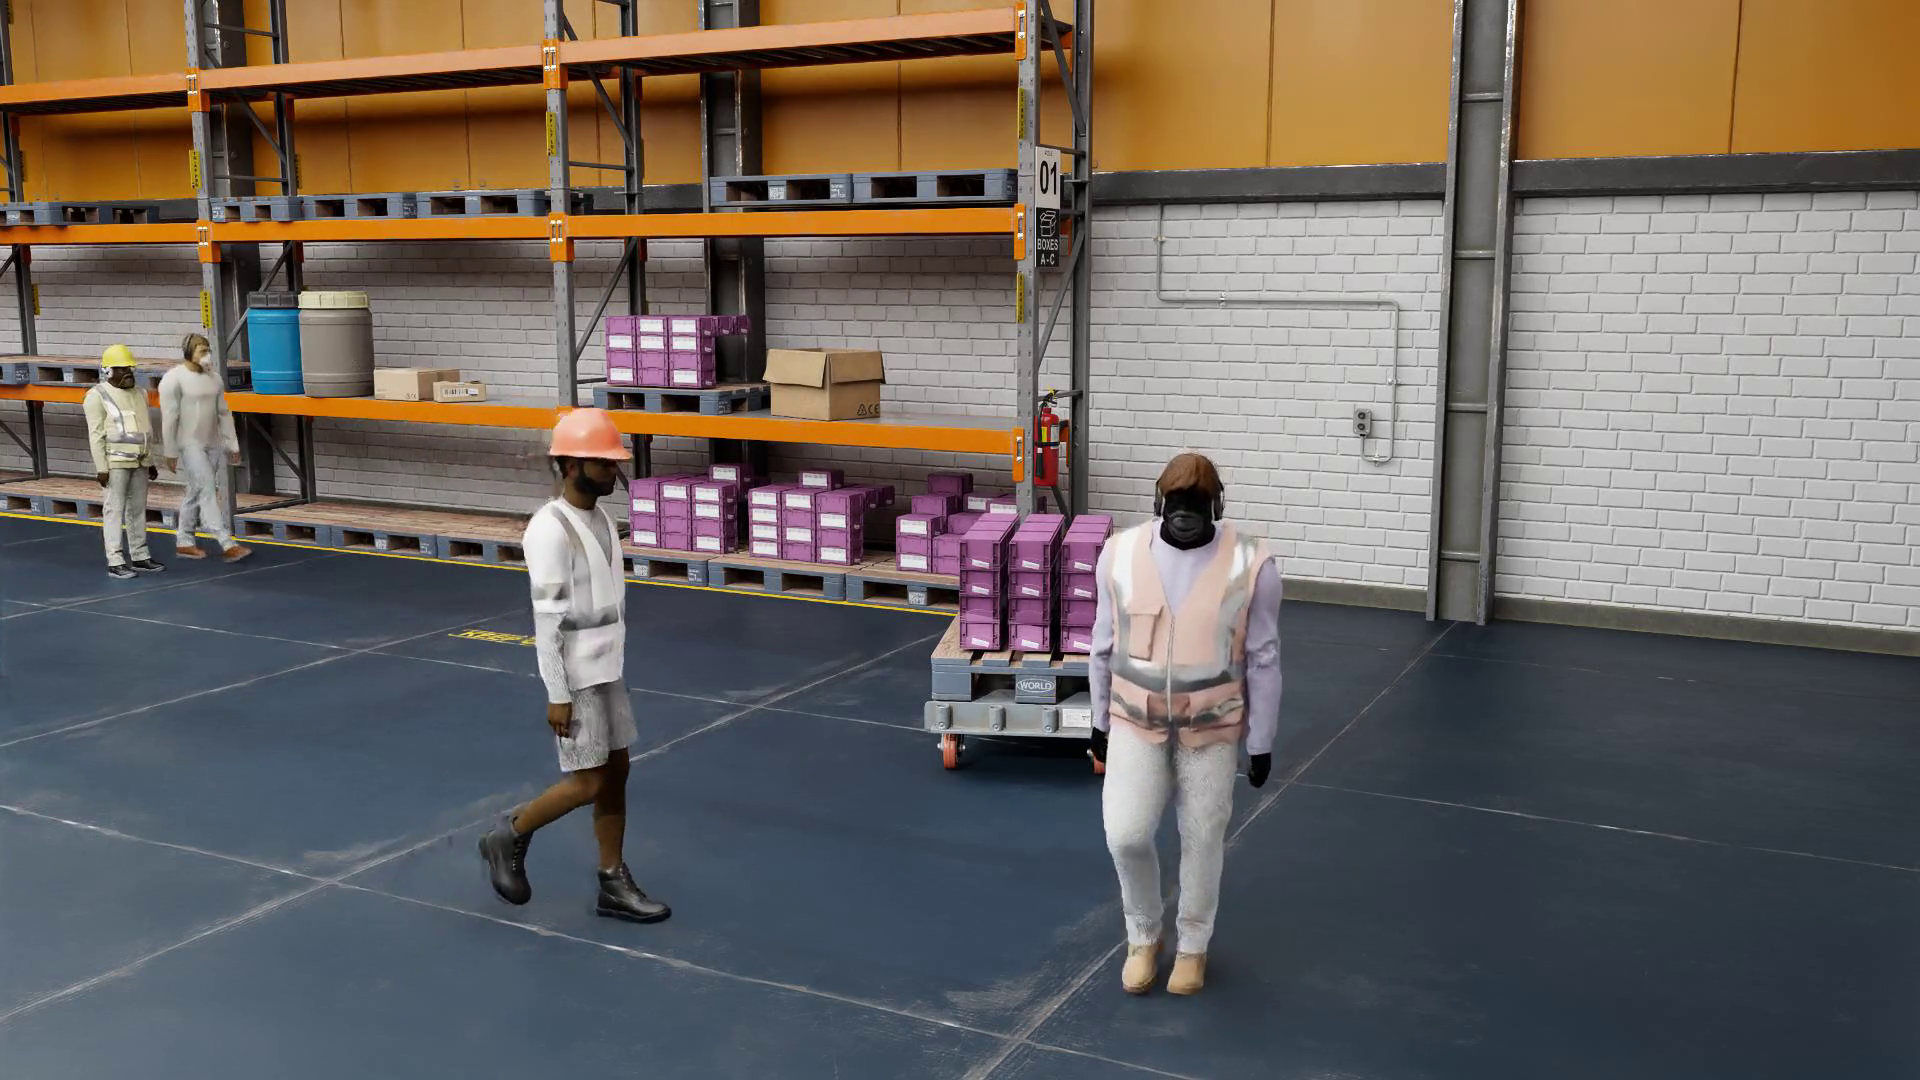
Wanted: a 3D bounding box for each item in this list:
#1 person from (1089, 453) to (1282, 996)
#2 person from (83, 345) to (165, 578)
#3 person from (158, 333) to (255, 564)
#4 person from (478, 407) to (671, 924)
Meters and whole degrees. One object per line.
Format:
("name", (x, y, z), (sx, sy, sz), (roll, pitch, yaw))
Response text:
("person", (0.728, 0.622, 5.472), (0.650, 1.825, 0.495), (3, 10, 16))
("person", (-6.585, -0.622, 13.142), (0.403, 1.827, 0.604), (3, 10, 15))
("person", (-6.213, -0.754, 13.754), (0.912, 1.888, 0.644), (2, 10, 15))
("person", (-1.415, 0.471, 6.096), (0.629, 1.925, 0.558), (2, 10, 15))
